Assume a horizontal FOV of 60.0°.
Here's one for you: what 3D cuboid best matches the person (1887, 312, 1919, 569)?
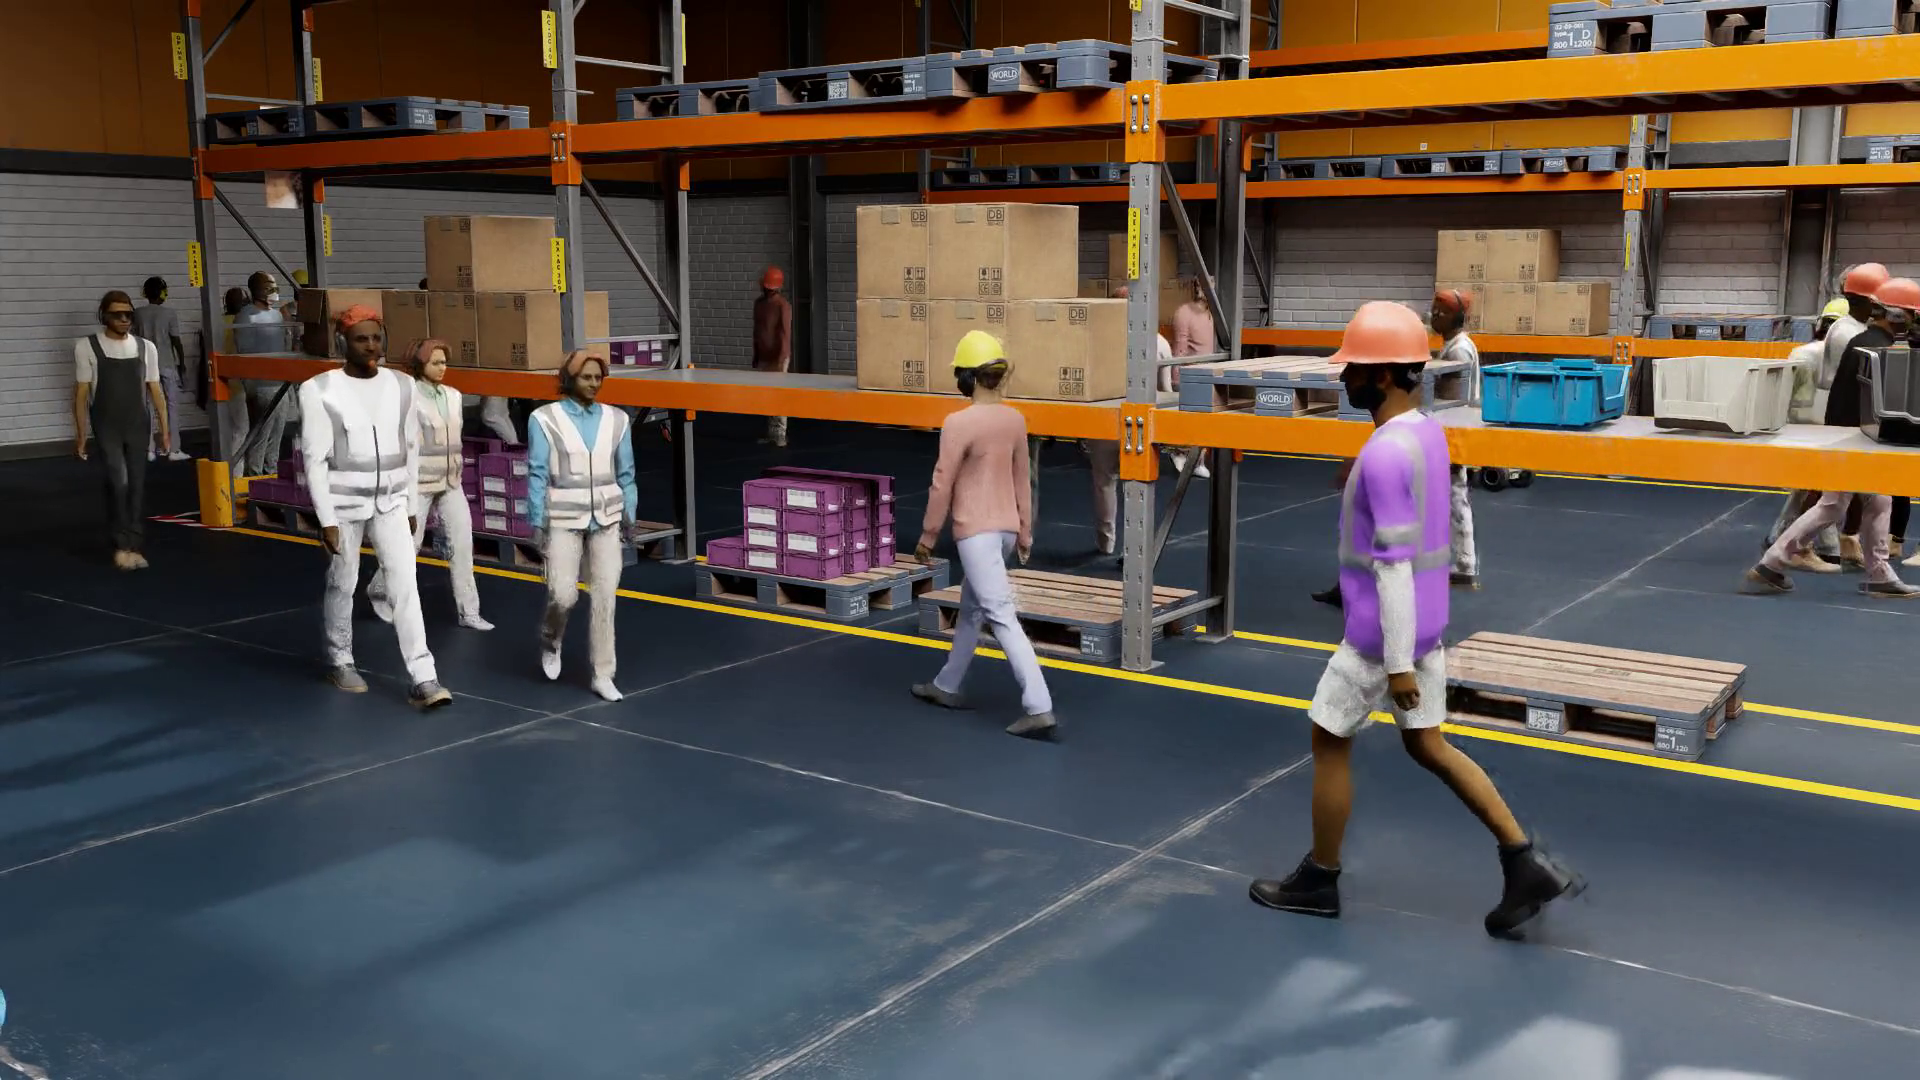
[{"bbox_3d":[6.326,-0.664,11.017,0.318,1.697,0.535,-2,10,-13],"label":"person"}]

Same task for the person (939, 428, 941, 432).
[{"bbox_3d":[-0.063,-2.007,18.876,0.294,1.744,0.486,4,10,22],"label":"person"}]

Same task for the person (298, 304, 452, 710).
[{"bbox_3d":[-2.695,-0.146,7.554,0.588,1.826,1.002,-9,13,-42],"label":"person"}]

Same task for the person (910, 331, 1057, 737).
[{"bbox_3d":[0.105,-0.034,7.194,0.922,1.722,0.523,7,12,37],"label":"person"}]

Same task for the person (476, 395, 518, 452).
[{"bbox_3d":[-4.288,-1.508,15.420,0.520,1.903,0.666,-8,12,-39],"label":"person"}]

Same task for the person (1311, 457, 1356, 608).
[{"bbox_3d":[2.293,-0.410,9.377,0.817,1.732,0.535,6,11,32],"label":"person"}]

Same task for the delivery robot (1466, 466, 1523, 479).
[{"bbox_3d":[4.702,-0.787,14.863,0.477,0.478,0.707,-8,12,-38],"label":"delivery robot"}]

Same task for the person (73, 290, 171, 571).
[{"bbox_3d":[-5.417,-0.696,10.804,0.516,1.828,0.550,9,13,42],"label":"person"}]

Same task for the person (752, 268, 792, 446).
[{"bbox_3d":[-2.050,-1.999,18.231,0.462,1.950,0.687,-9,13,-41],"label":"person"}]

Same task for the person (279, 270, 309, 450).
[{"bbox_3d":[-6.990,-1.917,17.789,0.366,1.926,0.594,7,12,37],"label":"person"}]

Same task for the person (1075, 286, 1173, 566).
[{"bbox_3d":[1.101,-0.759,11.127,0.675,1.863,0.907,0,10,0],"label":"person"}]

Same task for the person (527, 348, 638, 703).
[{"bbox_3d":[-1.753,-0.074,7.690,0.536,1.624,0.474,-6,11,-34],"label":"person"}]

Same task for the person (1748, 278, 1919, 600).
[{"bbox_3d":[5.270,-0.596,9.929,0.961,1.939,0.656,3,10,16],"label":"person"}]

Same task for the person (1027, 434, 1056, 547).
[{"bbox_3d":[0.386,-0.854,11.552,0.605,1.899,0.704,1,10,5],"label":"person"}]

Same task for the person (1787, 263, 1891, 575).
[{"bbox_3d":[5.687,-0.744,10.584,0.711,2.001,0.620,7,12,35],"label":"person"}]

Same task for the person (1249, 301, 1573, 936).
[{"bbox_3d":[1.369,0.250,4.942,0.901,1.912,0.537,6,11,32],"label":"person"}]

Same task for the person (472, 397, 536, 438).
[{"bbox_3d":[-4.474,-1.680,16.386,1.030,1.931,0.656,1,10,8],"label":"person"}]

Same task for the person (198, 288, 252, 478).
[{"bbox_3d":[-6.283,-1.307,14.604,0.683,1.783,0.955,2,10,12],"label":"person"}]

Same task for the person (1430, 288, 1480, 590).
[{"bbox_3d":[2.952,-0.607,10.195,0.556,1.855,0.680,3,10,17],"label":"person"}]

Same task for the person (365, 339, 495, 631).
[{"bbox_3d":[-2.962,-0.303,9.132,0.778,1.611,0.527,5,11,27],"label":"person"}]

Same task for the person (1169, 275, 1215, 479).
[{"bbox_3d":[2.238,-1.499,15.401,0.680,1.889,0.425,-8,13,-41],"label":"person"}]

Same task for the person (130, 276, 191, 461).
[{"bbox_3d":[-8.119,-1.714,16.818,0.580,1.864,0.361,-1,10,-3],"label":"person"}]

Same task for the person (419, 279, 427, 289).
[{"bbox_3d":[-5.822,-2.002,18.605,0.529,1.827,0.709,2,10,10],"label":"person"}]

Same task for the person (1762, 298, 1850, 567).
[{"bbox_3d":[5.663,-0.706,11.046,0.577,1.769,0.839,-3,10,-15],"label":"person"}]

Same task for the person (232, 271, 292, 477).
[{"bbox_3d":[-5.784,-1.264,13.866,0.355,1.938,0.636,1,10,5],"label":"person"}]
